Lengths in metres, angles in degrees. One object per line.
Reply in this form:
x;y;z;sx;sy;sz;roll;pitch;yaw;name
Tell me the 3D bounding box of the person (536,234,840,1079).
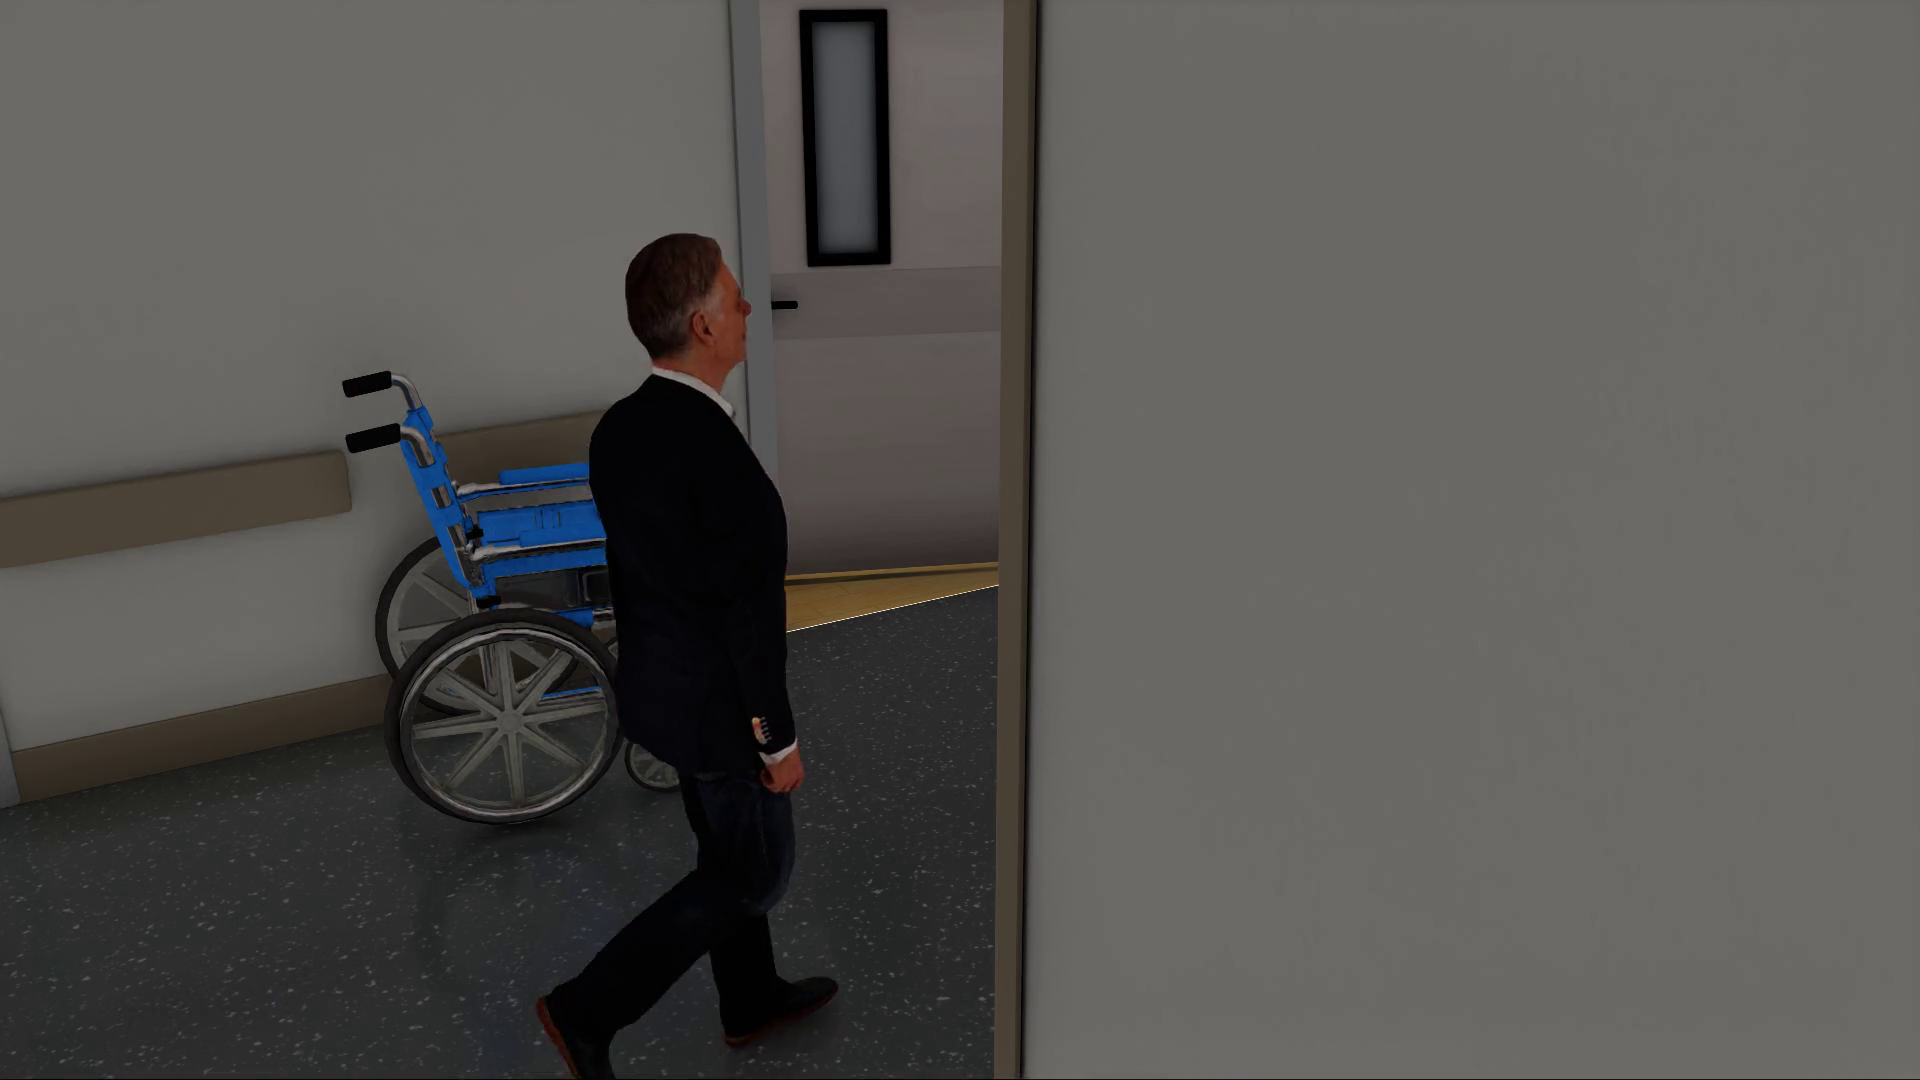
-0.570;0.311;3.324;0.959;1.804;0.708;-14;25;-32;person
